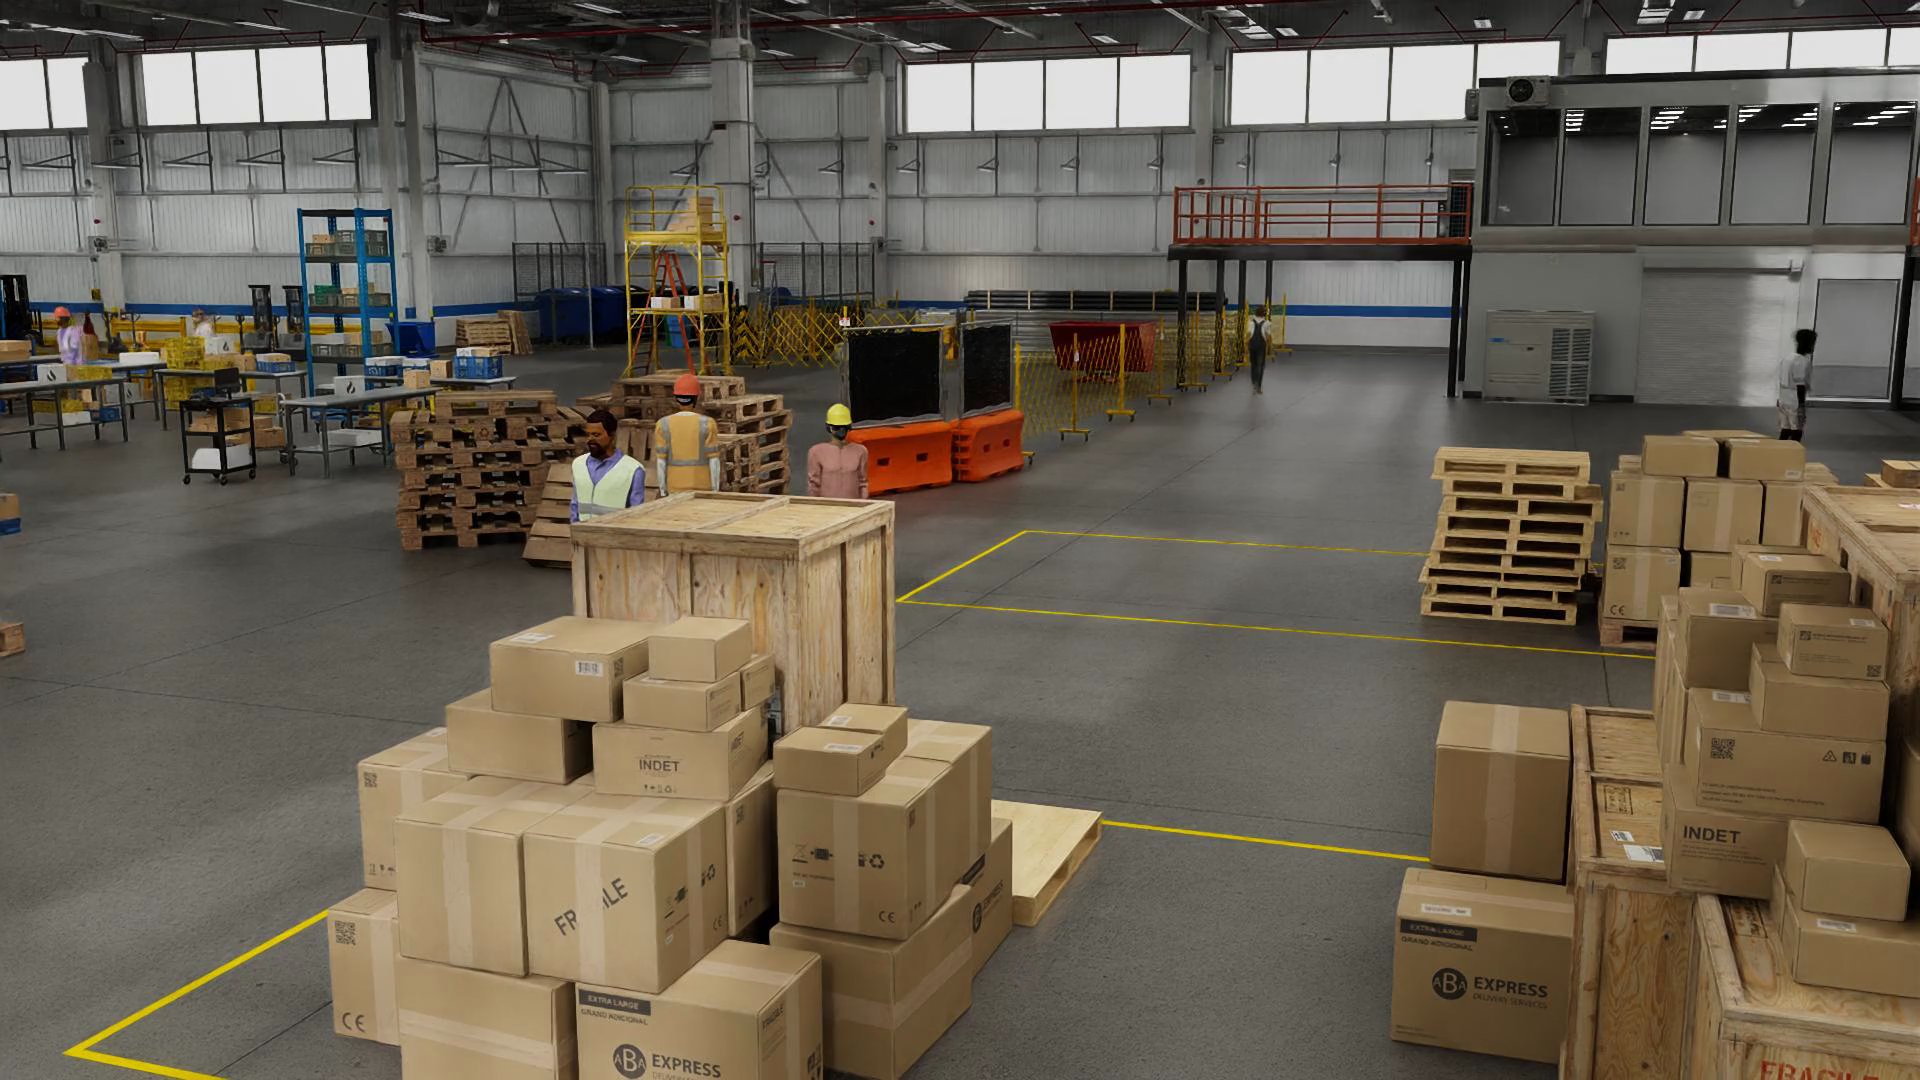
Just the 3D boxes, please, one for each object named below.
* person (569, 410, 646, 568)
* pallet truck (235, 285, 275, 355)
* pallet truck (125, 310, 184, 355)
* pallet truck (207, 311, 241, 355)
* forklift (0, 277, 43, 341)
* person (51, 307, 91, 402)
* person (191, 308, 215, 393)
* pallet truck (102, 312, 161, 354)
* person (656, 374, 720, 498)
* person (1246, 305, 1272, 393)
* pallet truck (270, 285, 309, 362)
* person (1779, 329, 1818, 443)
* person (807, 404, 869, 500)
[{"bbox_3d":[-2.425,0.057,11.463,0.593,1.920,0.392,4,11,23],"label":"person"},{"bbox_3d":[-18.327,-5.835,44.421,0.823,1.965,1.885,4,11,23],"label":"pallet truck"},{"bbox_3d":[-22.038,-5.665,45.457,0.704,1.261,1.522,3,11,17],"label":"pallet truck"},{"bbox_3d":[-19.537,-5.575,44.913,0.653,1.274,1.630,3,11,19],"label":"pallet truck"},{"bbox_3d":[-27.151,-6.329,46.328,1.157,1.987,2.680,3,11,17],"label":"forklift"},{"bbox_3d":[-15.419,-3.061,28.882,0.608,1.984,1.101,5,11,24],"label":"person"},{"bbox_3d":[-13.947,-3.362,30.865,0.842,1.870,0.657,-6,12,-31],"label":"person"},{"bbox_3d":[-23.057,-5.777,46.261,0.680,1.201,1.601,3,11,19],"label":"pallet truck"},{"bbox_3d":[-2.324,-0.457,14.301,0.542,1.939,0.359,0,10,1],"label":"person"},{"bbox_3d":[6.116,-3.909,34.146,0.526,1.812,0.735,4,11,19],"label":"person"},{"bbox_3d":[-17.147,-5.700,43.663,0.823,1.965,1.885,3,11,17],"label":"pallet truck"},{"bbox_3d":[10.868,-1.766,21.656,0.373,1.948,0.664,1,10,6],"label":"person"},{"bbox_3d":[-0.976,-0.221,13.458,0.524,1.769,0.315,-4,11,-22],"label":"person"}]
